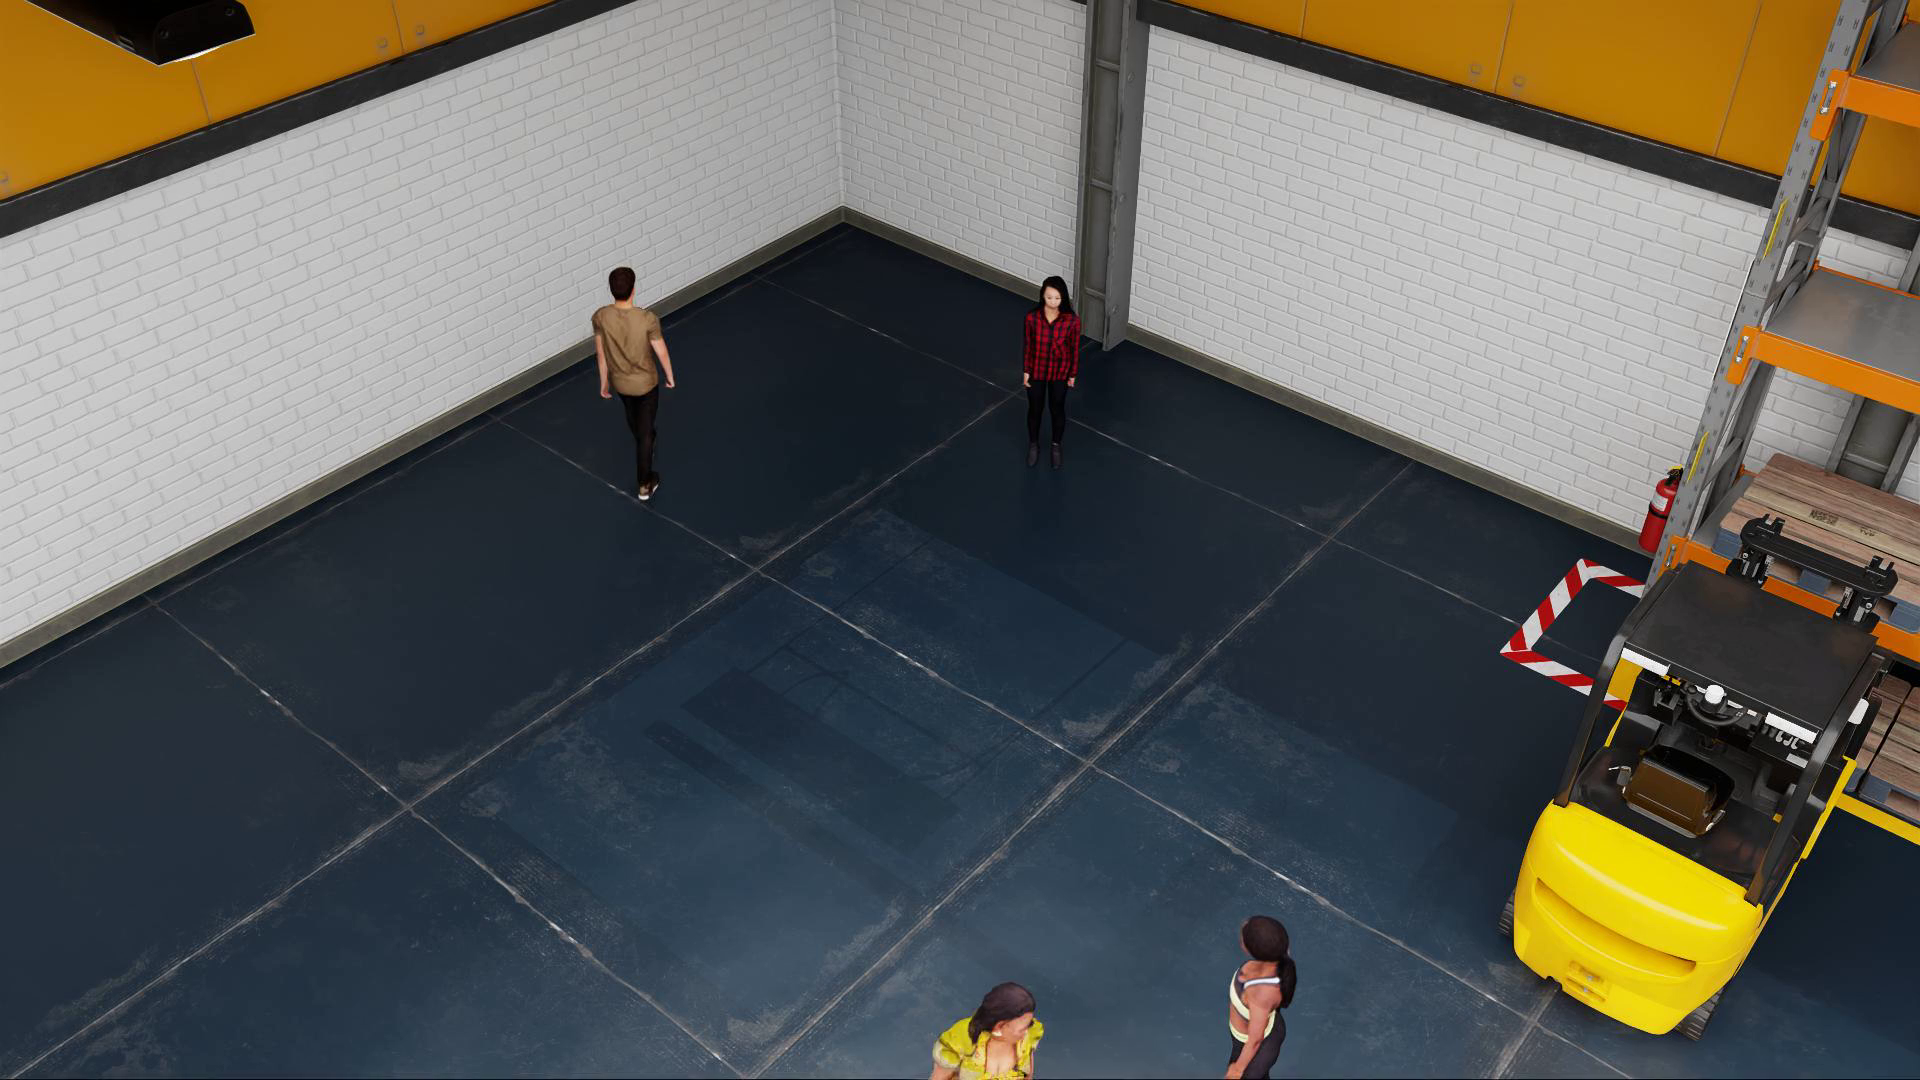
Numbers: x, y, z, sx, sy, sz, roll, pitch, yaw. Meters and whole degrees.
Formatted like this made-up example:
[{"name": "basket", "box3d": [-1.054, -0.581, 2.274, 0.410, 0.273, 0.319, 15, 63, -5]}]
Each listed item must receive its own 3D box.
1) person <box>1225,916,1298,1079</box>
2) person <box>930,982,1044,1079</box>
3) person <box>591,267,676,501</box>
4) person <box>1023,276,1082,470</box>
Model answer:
[{"name": "person", "box3d": [1.419, 2.390, 7.923, 0.591, 1.755, 0.614, 16, 41, 19]}, {"name": "person", "box3d": [0.034, 2.608, 7.751, 1.029, 1.629, 0.998, -3, 39, -4]}, {"name": "person", "box3d": [-2.426, -1.110, 12.251, 1.094, 1.824, 1.054, 6, 39, 7]}, {"name": "person", "box3d": [0.669, -1.288, 12.611, 0.618, 1.652, 0.718, 4, 39, 5]}]
